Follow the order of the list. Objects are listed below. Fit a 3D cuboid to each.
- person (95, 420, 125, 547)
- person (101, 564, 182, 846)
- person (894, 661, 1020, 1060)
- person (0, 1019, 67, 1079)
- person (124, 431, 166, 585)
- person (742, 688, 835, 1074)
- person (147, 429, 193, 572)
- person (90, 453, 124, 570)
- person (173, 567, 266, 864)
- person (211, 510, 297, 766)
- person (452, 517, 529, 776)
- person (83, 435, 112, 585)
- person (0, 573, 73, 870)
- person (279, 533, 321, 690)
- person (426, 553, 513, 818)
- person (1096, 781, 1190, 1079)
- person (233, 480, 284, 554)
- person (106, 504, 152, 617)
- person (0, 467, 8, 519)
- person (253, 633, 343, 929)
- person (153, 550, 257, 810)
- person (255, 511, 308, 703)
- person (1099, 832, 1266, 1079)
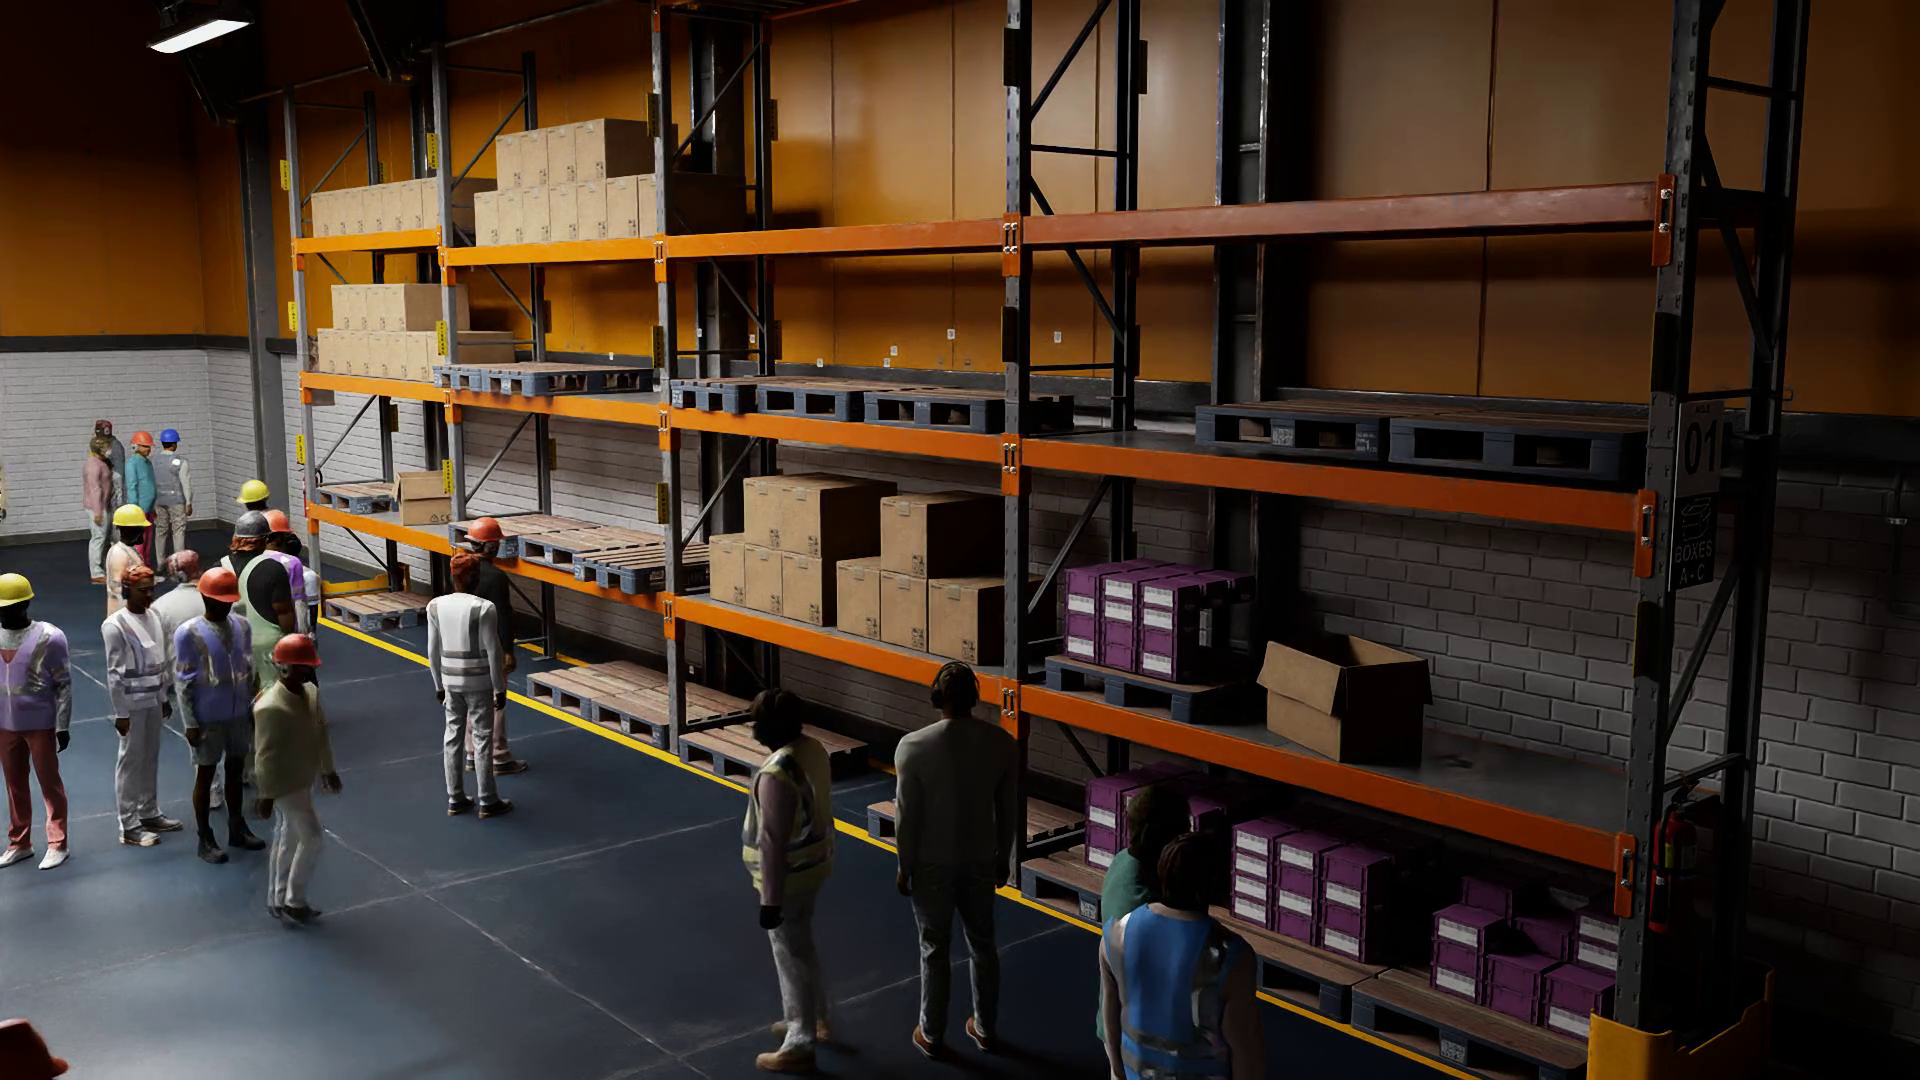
[{"bbox_3d":[-12.538,-0.815,24.473,0.641,1.910,0.401,7,11,39],"label":"person"},{"bbox_3d":[-5.535,1.101,11.240,0.342,1.881,0.579,1,8,4],"label":"person"},{"bbox_3d":[-0.018,1.543,8.031,0.623,1.932,0.367,-3,9,-22],"label":"person"},{"bbox_3d":[-2.525,2.138,4.472,0.563,1.753,0.335,4,9,27],"label":"person"},{"bbox_3d":[-10.470,-0.407,21.342,0.392,1.991,0.612,-1,8,-5],"label":"person"},{"bbox_3d":[-0.820,1.607,7.931,0.430,1.833,0.645,1,8,10],"label":"person"},{"bbox_3d":[-10.596,-0.521,22.342,0.612,1.942,0.405,1,8,9],"label":"person"},{"bbox_3d":[-11.176,-0.333,21.746,0.491,1.729,0.323,1,8,8],"label":"person"},{"bbox_3d":[-4.827,1.128,10.894,0.367,1.930,0.542,5,9,29],"label":"person"},{"bbox_3d":[-5.432,0.778,12.939,0.673,2.000,0.535,2,8,11],"label":"person"},{"bbox_3d":[-3.647,0.815,12.834,0.610,1.996,0.386,6,10,35],"label":"person"},{"bbox_3d":[-11.094,-0.386,21.446,0.374,1.932,0.630,-3,9,-21],"label":"person"},{"bbox_3d":[-6.008,1.161,10.675,0.594,1.924,0.374,1,8,5],"label":"person"},{"bbox_3d":[-5.694,0.769,14.183,0.530,1.697,0.321,3,9,18],"label":"person"},{"bbox_3d":[-3.468,1.024,11.757,0.572,1.887,0.356,3,9,17],"label":"person"},{"bbox_3d":[0.681,1.821,6.048,0.372,1.938,0.630,0,8,2],"label":"person"},{"bbox_3d":[-7.008,0.329,16.565,0.515,1.895,0.625,2,9,16],"label":"person"},{"bbox_3d":[-7.068,0.650,14.223,0.381,1.924,0.593,-3,9,-20],"label":"person"},{"bbox_3d":[-13.308,-0.465,22.664,0.591,1.721,0.542,-1,8,-10],"label":"person"},{"bbox_3d":[-3.848,1.396,9.723,0.533,1.730,0.568,0,8,1],"label":"person"},{"bbox_3d":[-5.523,0.988,12.145,0.667,1.861,0.885,-5,10,-31],"label":"person"},{"bbox_3d":[-5.610,0.727,13.659,0.549,1.932,0.373,1,8,4],"label":"person"},{"bbox_3d":[0.789,1.909,5.765,0.621,1.845,0.429,7,11,40],"label":"person"}]
